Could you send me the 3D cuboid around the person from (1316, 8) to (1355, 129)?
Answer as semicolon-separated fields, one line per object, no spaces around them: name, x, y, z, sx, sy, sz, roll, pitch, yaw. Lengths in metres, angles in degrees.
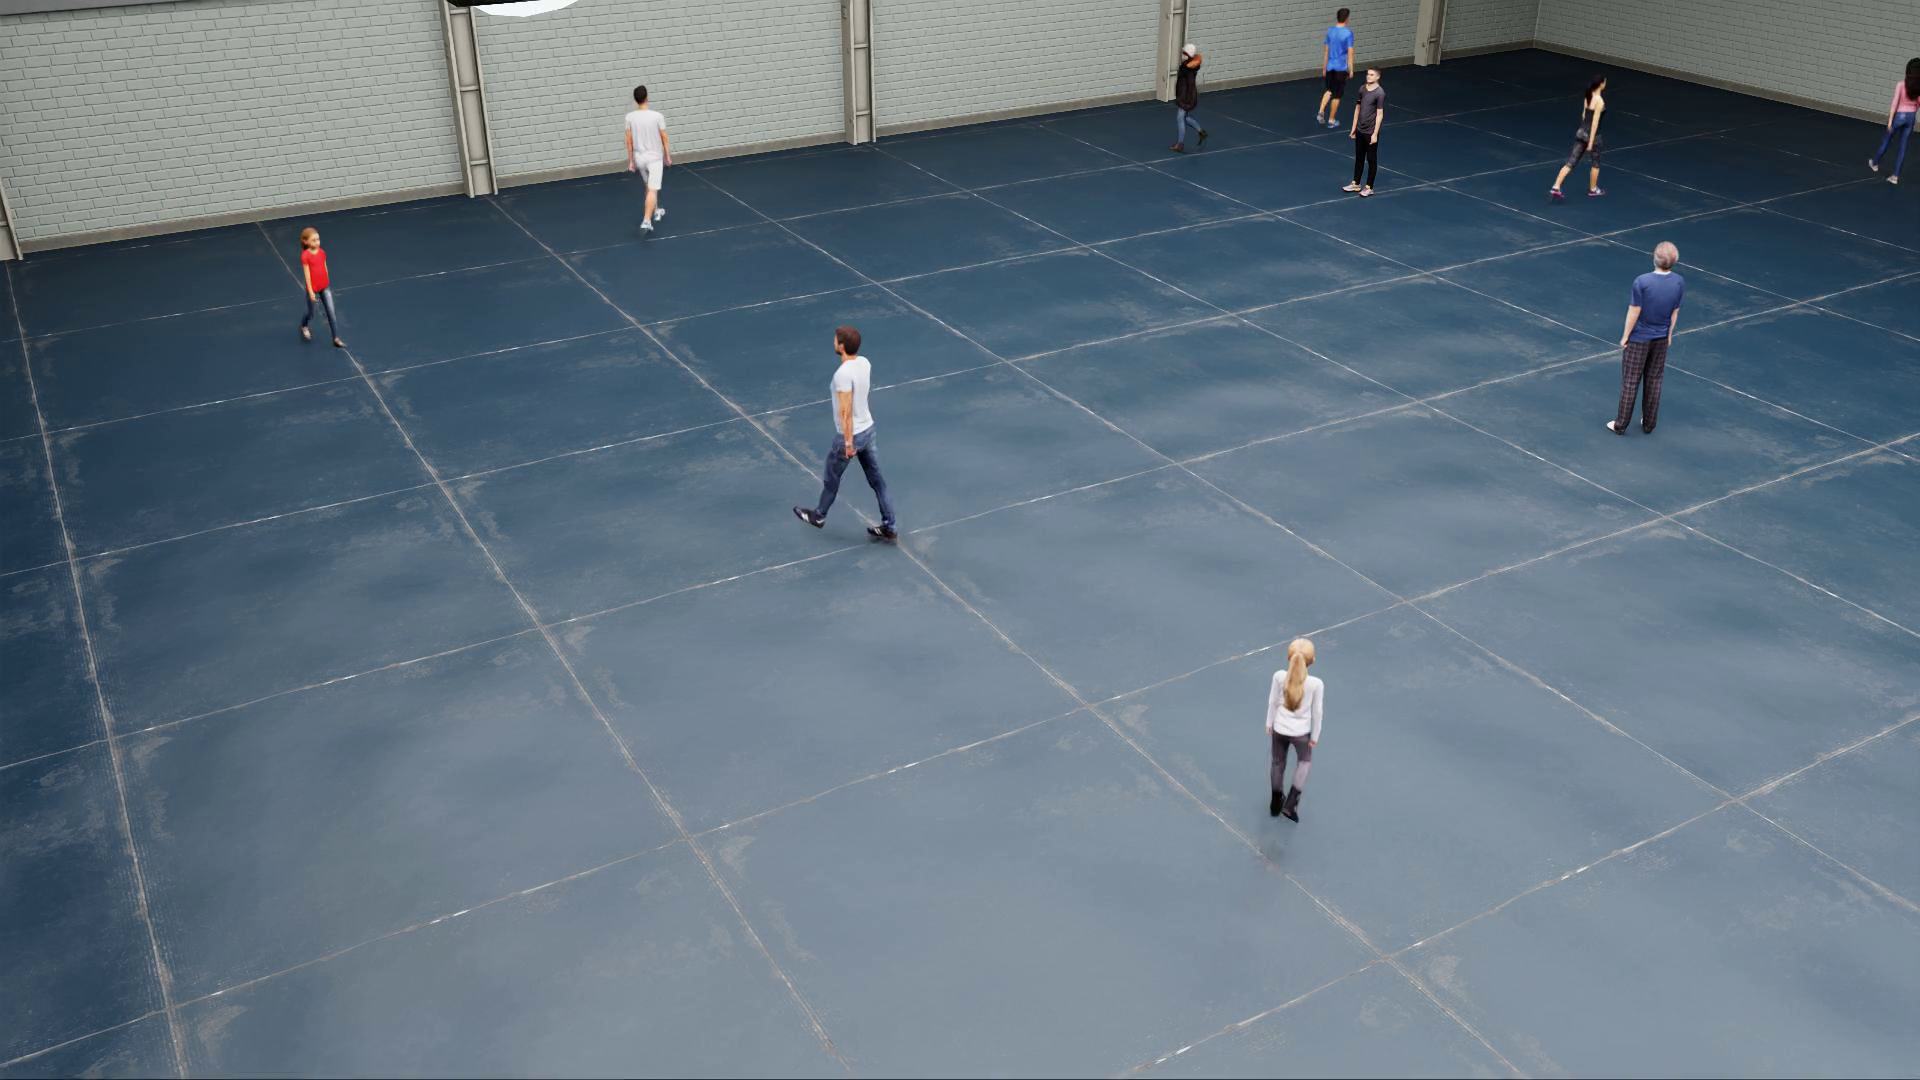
person;5.944;-7.471;26.446;0.706;1.852;0.784;23;35;37

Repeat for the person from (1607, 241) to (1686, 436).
person;6.456;-1.890;15.585;0.658;1.873;0.798;-1;27;-2

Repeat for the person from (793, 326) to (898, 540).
person;-0.770;-0.821;13.568;1.101;1.818;1.189;14;30;25

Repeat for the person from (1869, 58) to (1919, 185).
person;13.394;-5.909;23.578;1.120;1.700;1.070;2;27;4

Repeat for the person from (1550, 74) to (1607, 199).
person;8.493;-5.467;22.744;1.194;1.677;0.725;-9;29;-17

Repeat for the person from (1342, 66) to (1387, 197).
person;5.661;-5.683;23.069;0.547;1.764;0.637;-17;32;-29

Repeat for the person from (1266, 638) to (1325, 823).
person;2.031;1.202;10.240;0.659;1.269;0.729;10;29;18

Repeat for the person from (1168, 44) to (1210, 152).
person;3.502;-6.688;25.187;0.981;1.613;0.881;2;27;5

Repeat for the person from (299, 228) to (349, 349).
person;-6.917;-2.693;17.780;0.760;1.289;0.873;18;32;31

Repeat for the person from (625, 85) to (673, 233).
person;-4.033;-4.869;21.431;1.248;1.817;1.252;4;28;9
